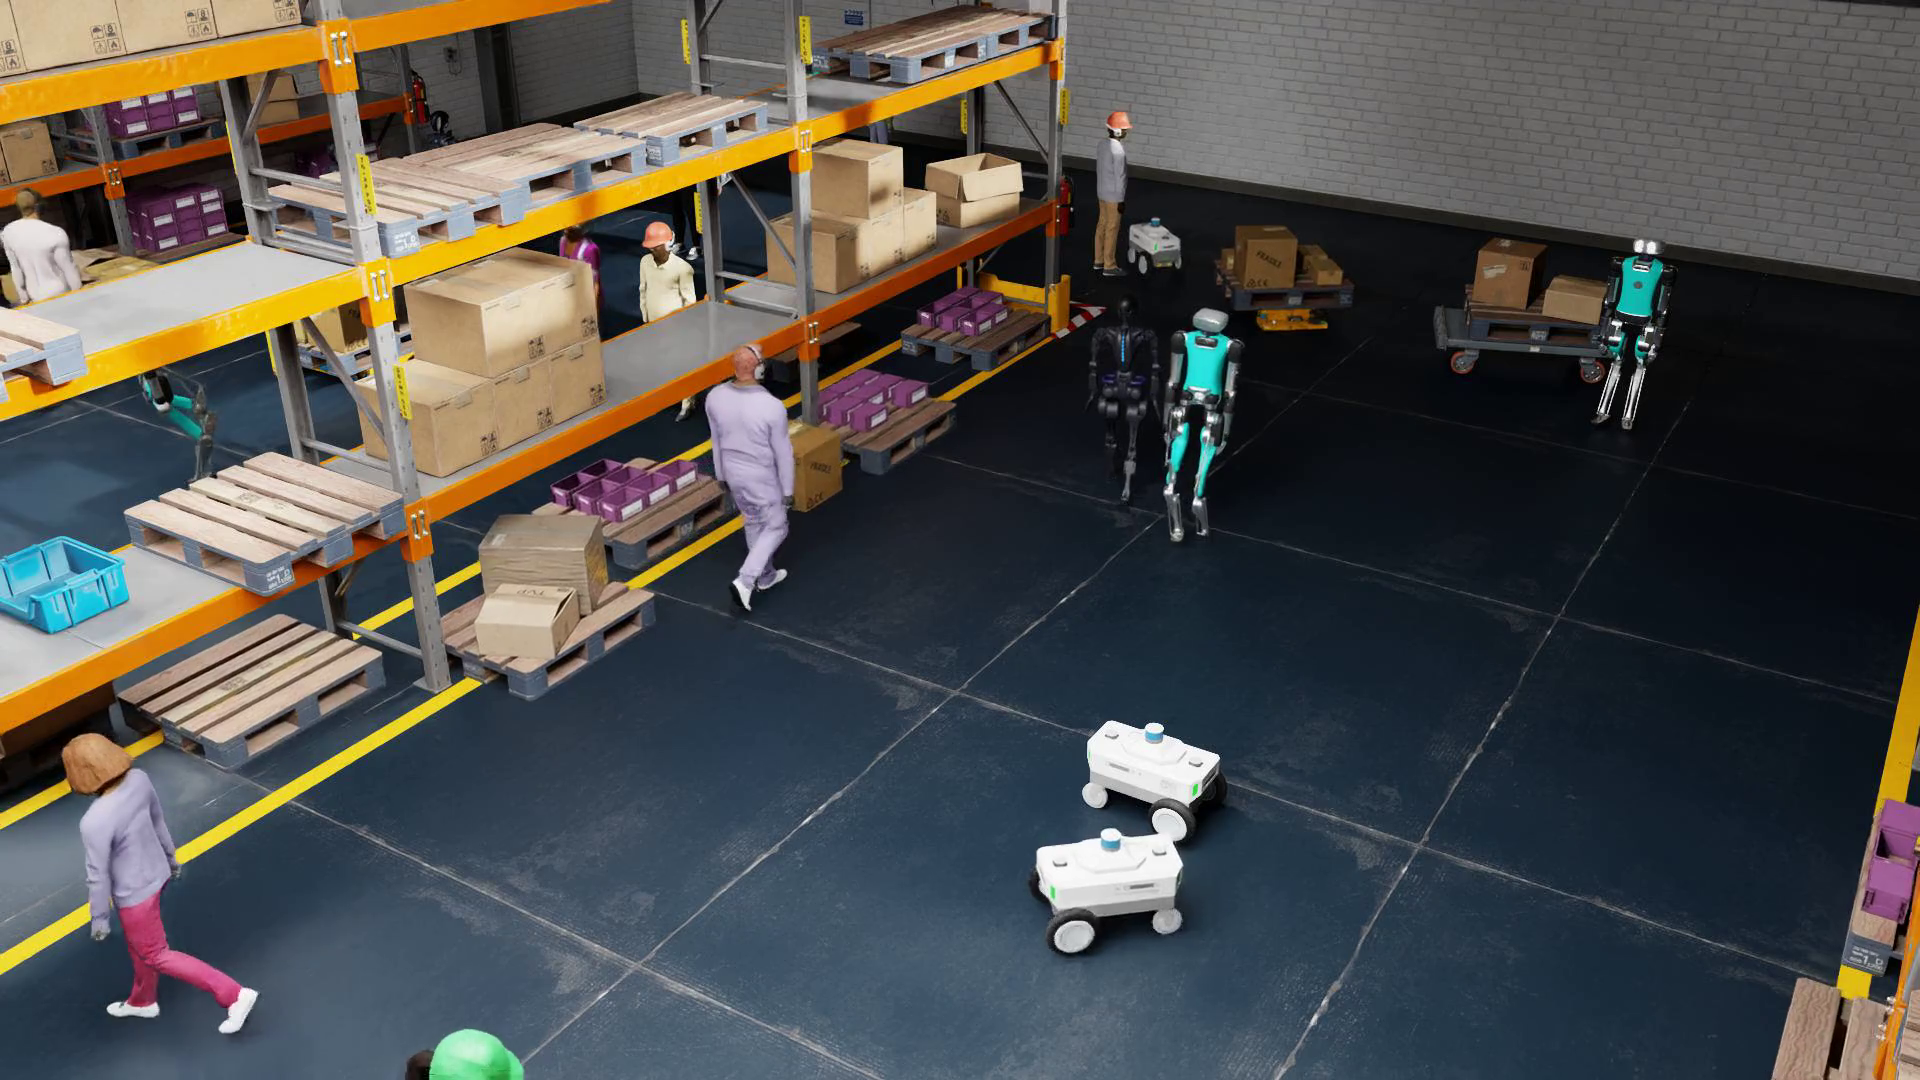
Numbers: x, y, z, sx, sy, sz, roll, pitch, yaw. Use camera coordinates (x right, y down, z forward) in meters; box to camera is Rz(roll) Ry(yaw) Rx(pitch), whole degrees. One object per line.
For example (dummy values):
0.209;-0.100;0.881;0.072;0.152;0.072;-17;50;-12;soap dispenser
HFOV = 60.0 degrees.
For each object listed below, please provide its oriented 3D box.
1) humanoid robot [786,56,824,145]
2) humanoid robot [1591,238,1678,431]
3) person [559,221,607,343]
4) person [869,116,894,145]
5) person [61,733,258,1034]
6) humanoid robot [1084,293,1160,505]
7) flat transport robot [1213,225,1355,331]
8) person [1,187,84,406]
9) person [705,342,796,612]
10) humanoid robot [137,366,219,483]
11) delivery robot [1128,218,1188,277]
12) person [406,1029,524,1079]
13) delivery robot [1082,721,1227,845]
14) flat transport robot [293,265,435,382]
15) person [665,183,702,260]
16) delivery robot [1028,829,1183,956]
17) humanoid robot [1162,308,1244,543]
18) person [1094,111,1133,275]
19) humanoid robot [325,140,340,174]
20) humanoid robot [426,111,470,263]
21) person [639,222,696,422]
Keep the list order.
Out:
-1.913;-5.261;20.945;0.530;1.724;1.024;-4;27;-7;humanoid robot
5.653;-1.763;13.907;0.533;1.673;0.735;16;31;28;humanoid robot
-3.371;-2.088;14.621;0.601;1.792;0.886;21;34;35;person
-1.015;-5.339;21.208;0.278;1.631;0.502;-18;32;-32;person
-3.691;1.589;7.588;0.760;1.601;0.537;0;27;1;person
1.249;-1.100;12.865;0.602;1.640;0.769;5;27;11;humanoid robot
3.257;-2.460;17.044;0.659;0.231;1.431;-2;27;-4;flat transport robot
-8.027;-2.160;14.658;0.636;1.900;0.955;7;28;14;person
-1.404;-0.416;11.235;0.649;1.883;0.721;15;31;27;person
-6.112;-1.180;12.962;0.857;1.810;0.541;-19;33;-33;humanoid robot
2.140;-3.222;18.229;0.499;0.594;0.778;-9;28;-17;delivery robot
-1.660;2.363;5.746;0.514;1.884;0.799;21;34;36;person
1.076;1.290;9.309;0.739;0.566;0.499;16;31;28;delivery robot
-5.636;-1.701;15.551;1.431;0.231;0.659;16;31;28;flat transport robot
-3.093;-4.002;18.436;0.773;1.757;0.433;16;31;28;person
0.750;1.736;8.453;0.787;0.587;0.499;-5;27;-9;delivery robot
1.675;-0.721;12.006;0.547;1.794;0.746;9;28;18;humanoid robot
1.663;-3.742;17.931;0.341;1.748;0.572;-8;28;-16;person
-6.278;-3.383;17.311;0.590;1.634;0.467;13;30;25;humanoid robot
-5.603;-3.887;18.286;0.599;1.657;0.315;16;31;28;humanoid robot
-2.516;-1.873;14.249;0.573;1.747;0.336;16;31;28;person
